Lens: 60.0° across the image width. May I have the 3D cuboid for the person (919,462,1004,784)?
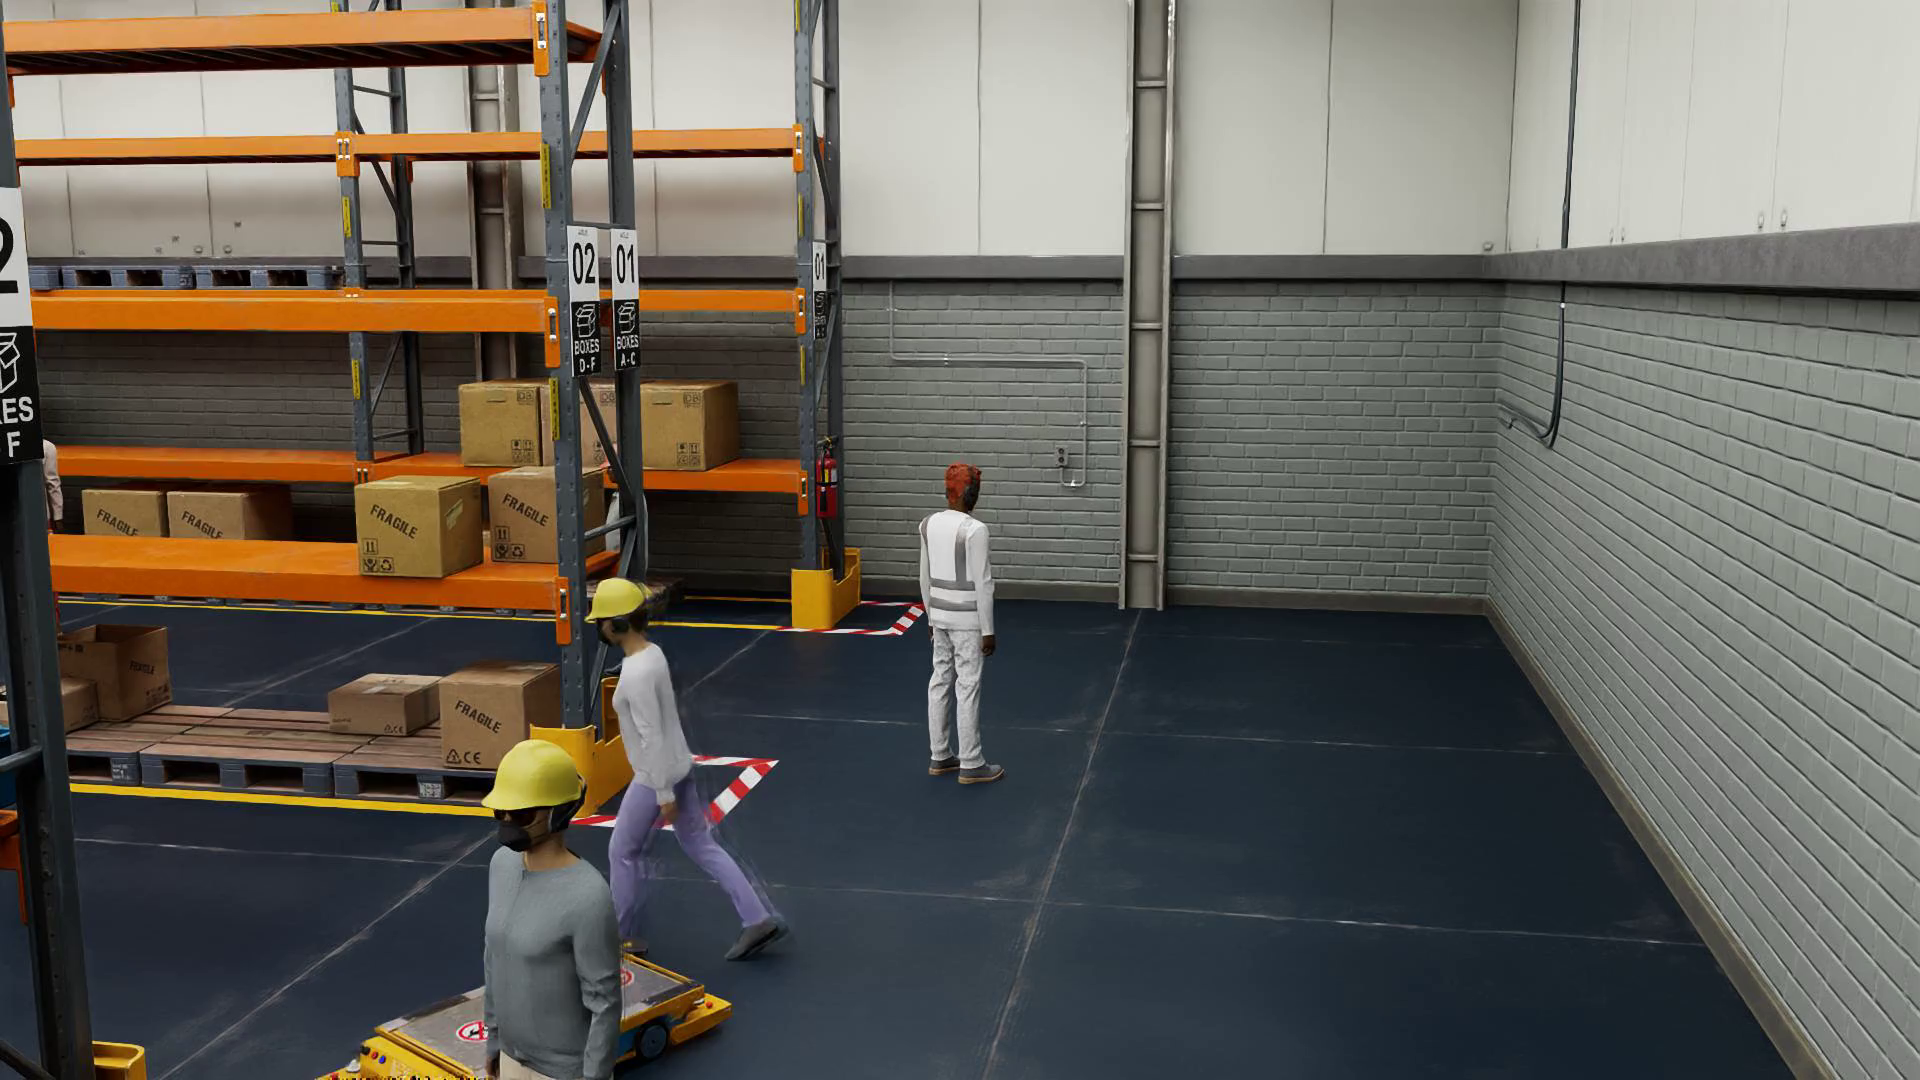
[{"bbox_3d":[0.002,0.482,9.771,0.356,1.887,0.572,-8,12,-41],"label":"person"}]

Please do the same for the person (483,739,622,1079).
[{"bbox_3d":[-1.110,1.395,4.473,0.527,1.772,0.306,8,12,39],"label":"person"}]

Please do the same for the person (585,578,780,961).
[{"bbox_3d":[-1.229,0.997,7.141,0.903,1.702,0.526,0,9,2],"label":"person"}]

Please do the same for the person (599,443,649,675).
[{"bbox_3d":[-2.442,0.167,12.134,0.326,1.752,0.563,-3,10,-21],"label":"person"}]

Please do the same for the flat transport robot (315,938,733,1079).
[{"bbox_3d":[-1.607,1.856,6.243,0.652,0.197,1.431,8,12,40],"label":"flat transport robot"}]
